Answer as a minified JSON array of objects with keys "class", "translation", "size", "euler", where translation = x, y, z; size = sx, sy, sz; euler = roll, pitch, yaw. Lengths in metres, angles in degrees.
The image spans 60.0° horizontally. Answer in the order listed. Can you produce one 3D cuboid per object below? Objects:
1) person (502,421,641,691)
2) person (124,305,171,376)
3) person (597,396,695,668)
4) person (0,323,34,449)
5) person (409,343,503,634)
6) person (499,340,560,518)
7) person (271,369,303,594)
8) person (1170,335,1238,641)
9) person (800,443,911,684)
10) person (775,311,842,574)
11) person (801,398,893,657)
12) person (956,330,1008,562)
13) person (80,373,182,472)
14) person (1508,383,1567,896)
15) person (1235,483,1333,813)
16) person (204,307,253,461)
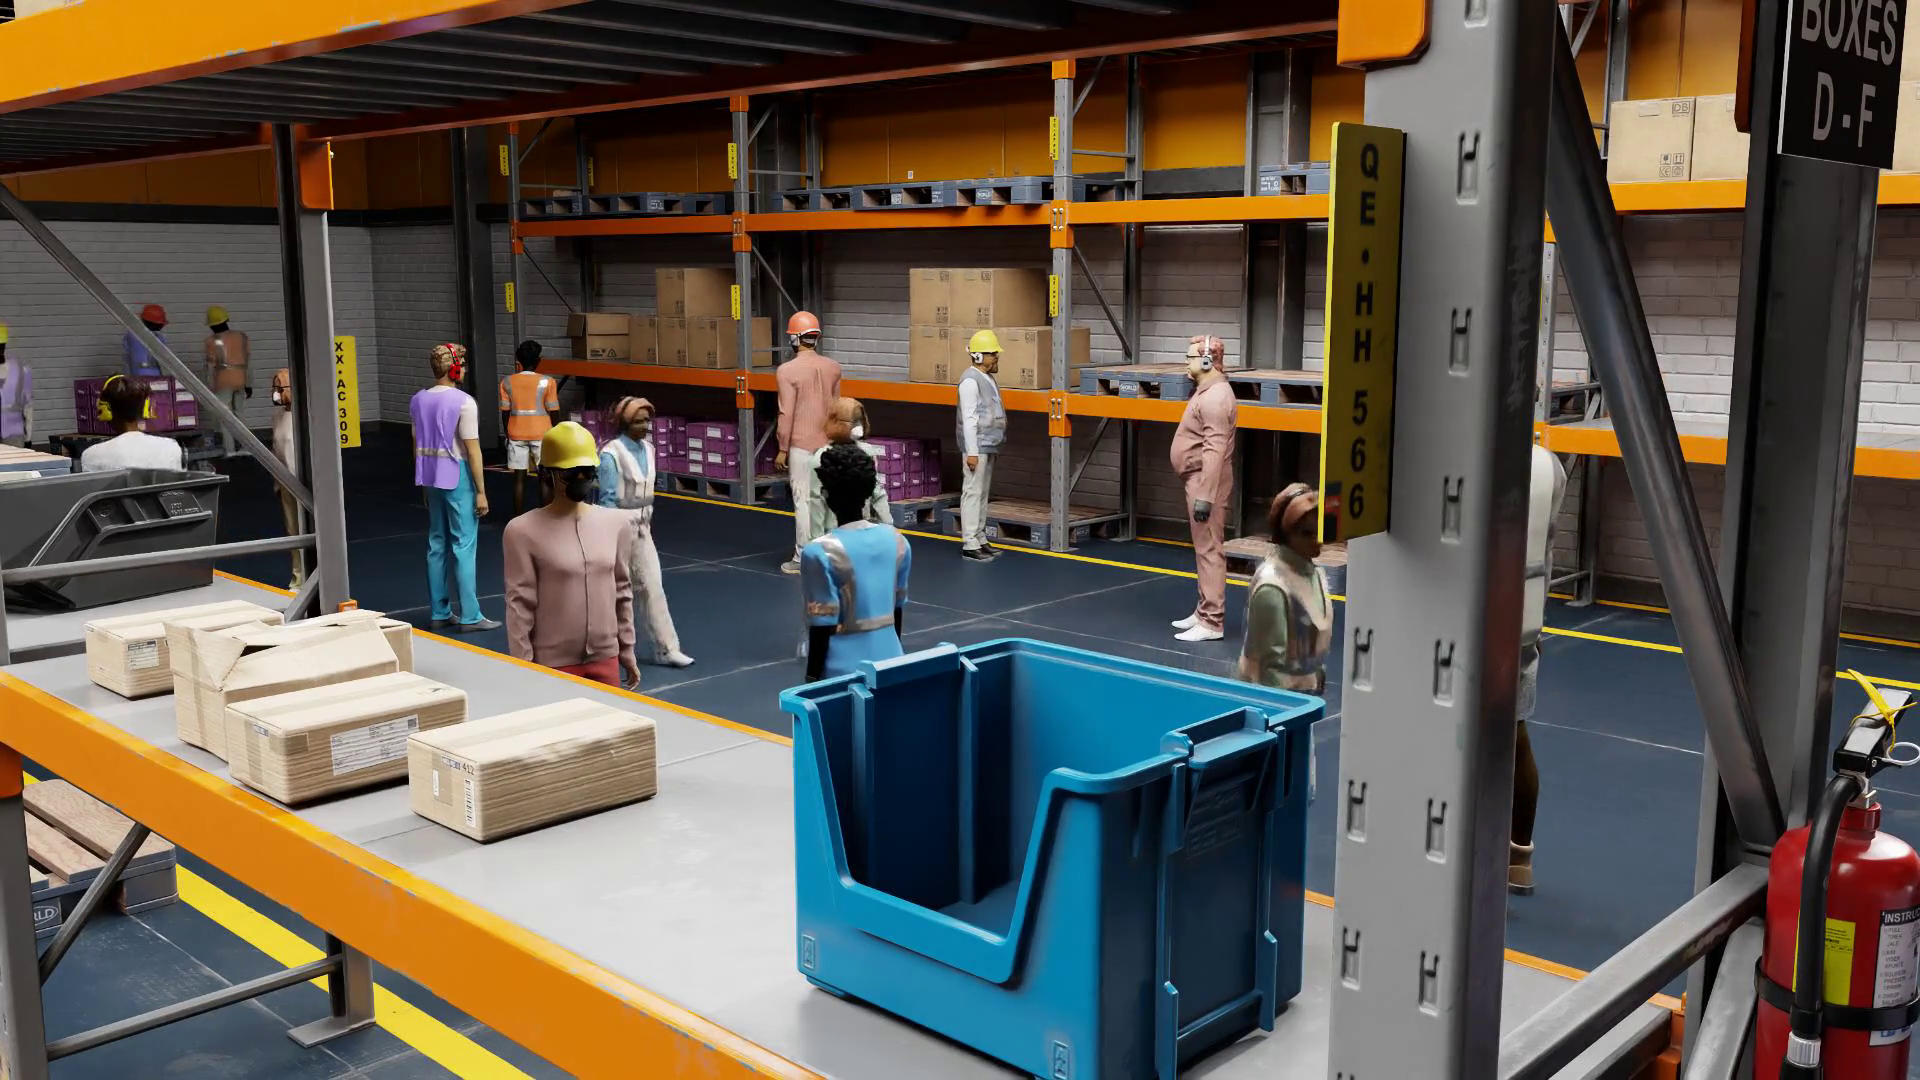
[{"class":"person","translation":[-1.414,0.445,6.124],"size":[0.525,1.769,0.311],"euler":[-9,13,-43]},{"class":"person","translation":[-9.592,-1.816,19.638],"size":[0.660,1.893,0.330],"euler":[3,10,16]},{"class":"person","translation":[-1.973,-0.039,9.636],"size":[0.870,1.590,0.555],"euler":[4,10,25]},{"class":"person","translation":[-8.198,-0.923,14.195],"size":[0.589,1.876,1.010],"euler":[-7,12,-37]},{"class":"person","translation":[-3.239,-0.321,10.574],"size":[0.561,1.846,0.385],"euler":[5,11,30]},{"class":"person","translation":[-3.746,-0.893,14.539],"size":[0.537,1.695,0.320],"euler":[1,9,7]},{"class":"person","translation":[-4.565,-0.360,11.461],"size":[0.500,1.633,0.286],"euler":[7,11,36]},{"class":"person","translation":[1.517,-0.324,10.408],"size":[0.408,1.908,0.645],"euler":[1,9,6]},{"class":"person","translation":[-0.387,0.501,5.990],"size":[0.317,1.696,0.545],"euler":[7,11,36]},{"class":"person","translation":[-1.159,-0.732,12.640],"size":[0.611,1.996,0.387],"euler":[-9,13,-44]},{"class":"person","translation":[-0.635,-0.024,9.536],"size":[0.845,1.588,0.515],"euler":[6,11,34]},{"class":"person","translation":[0.177,-0.752,13.257],"size":[0.404,1.834,0.591],"euler":[3,10,16]},{"class":"person","translation":[-3.925,0.108,8.029],"size":[0.966,1.834,0.532],"euler":[8,12,39]},{"class":"person","translation":[1.903,0.321,6.036],"size":[0.615,2.040,0.391],"euler":[-8,12,-40]},{"class":"person","translation":[1.087,0.594,5.670],"size":[0.411,1.610,0.540],"euler":[5,11,29]},{"class":"person","translation":[-8.863,-1.897,20.190],"size":[0.583,1.871,0.637],"euler":[5,10,27]}]
